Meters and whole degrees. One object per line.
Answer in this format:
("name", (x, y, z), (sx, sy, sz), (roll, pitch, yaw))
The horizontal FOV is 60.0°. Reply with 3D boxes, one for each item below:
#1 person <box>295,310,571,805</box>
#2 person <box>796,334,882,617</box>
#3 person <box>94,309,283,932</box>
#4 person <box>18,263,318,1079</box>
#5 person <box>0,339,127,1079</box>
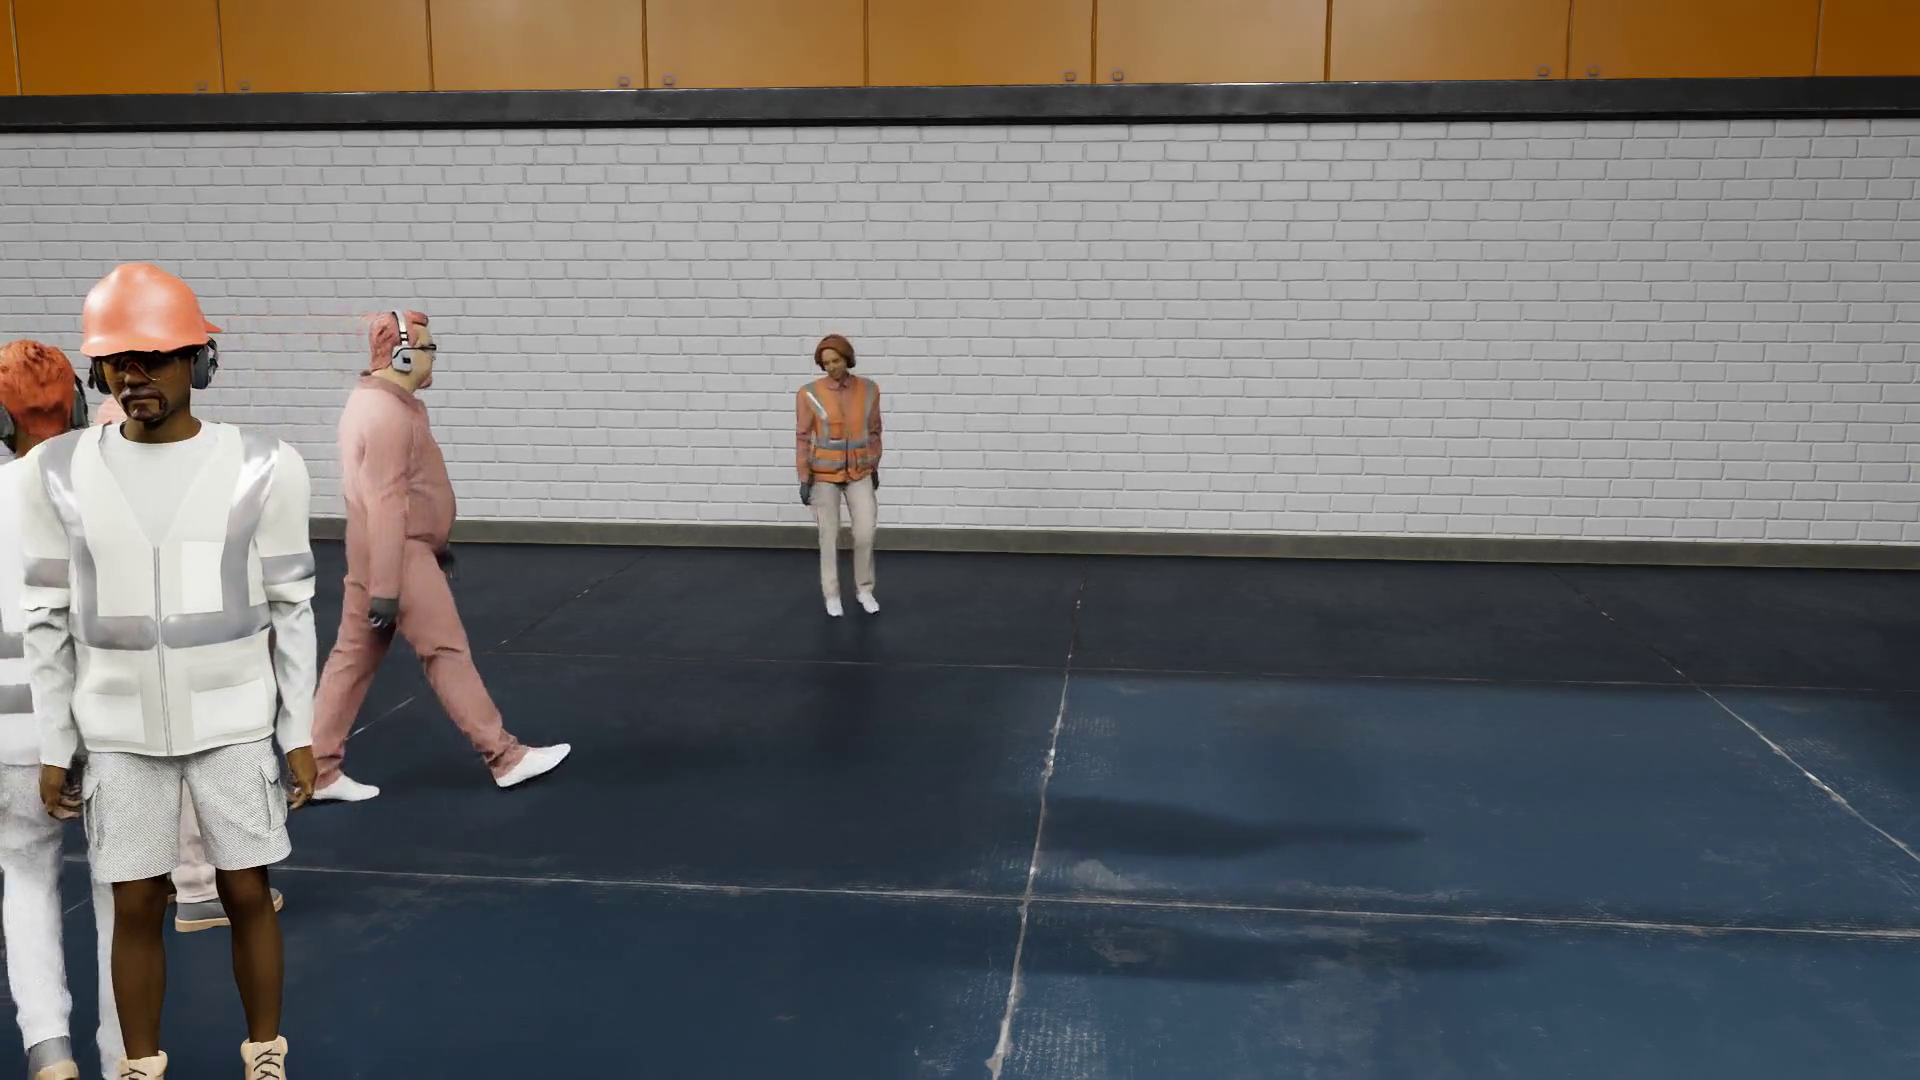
("person", (-2.037, 0.077, 6.221), (1.026, 1.849, 0.666), (-5, 11, -28))
("person", (-0.684, -0.351, 9.332), (0.533, 1.610, 0.473), (-3, 10, -19))
("person", (-2.411, 0.196, 5.116), (0.610, 1.996, 0.378), (10, 14, 44))
("person", (-1.746, 0.416, 3.725), (0.606, 2.044, 0.374), (-3, 10, -17))
("person", (-2.116, 0.458, 3.984), (0.595, 1.865, 0.418), (-5, 11, -26))
